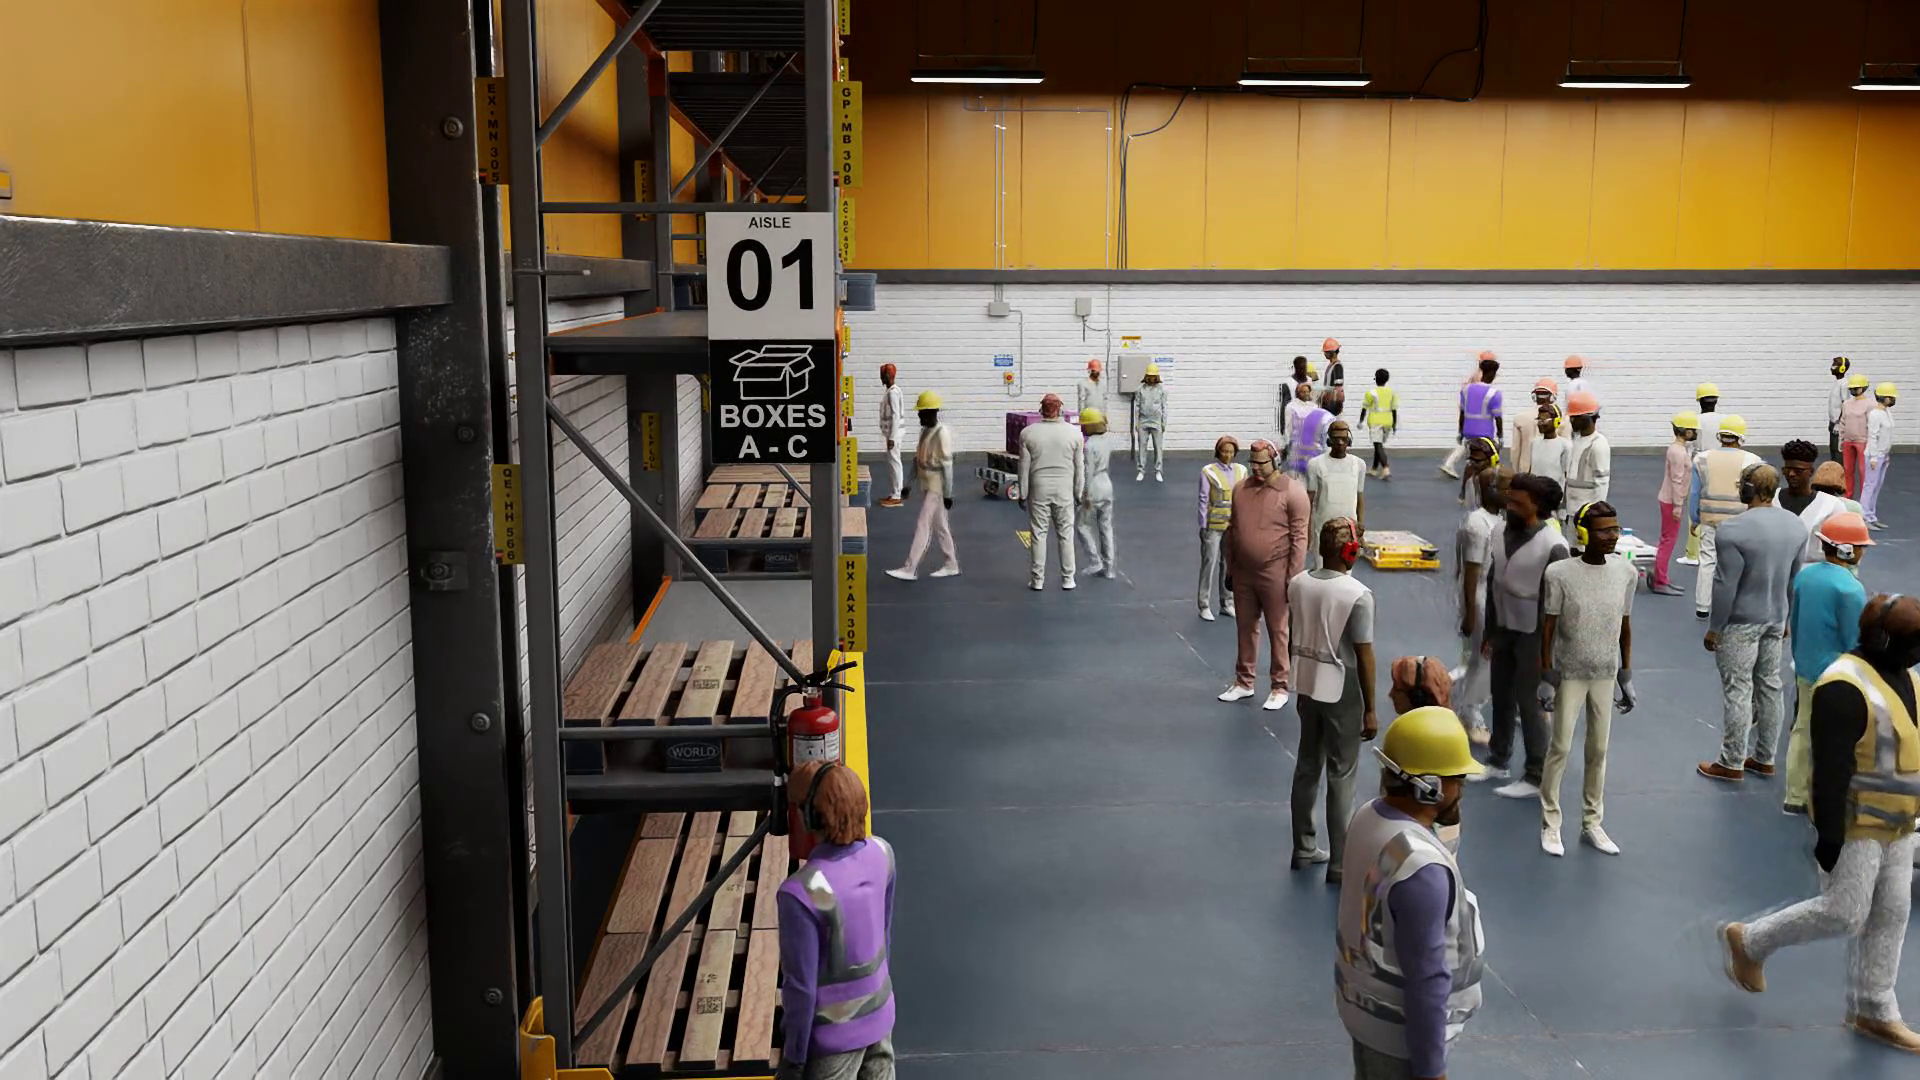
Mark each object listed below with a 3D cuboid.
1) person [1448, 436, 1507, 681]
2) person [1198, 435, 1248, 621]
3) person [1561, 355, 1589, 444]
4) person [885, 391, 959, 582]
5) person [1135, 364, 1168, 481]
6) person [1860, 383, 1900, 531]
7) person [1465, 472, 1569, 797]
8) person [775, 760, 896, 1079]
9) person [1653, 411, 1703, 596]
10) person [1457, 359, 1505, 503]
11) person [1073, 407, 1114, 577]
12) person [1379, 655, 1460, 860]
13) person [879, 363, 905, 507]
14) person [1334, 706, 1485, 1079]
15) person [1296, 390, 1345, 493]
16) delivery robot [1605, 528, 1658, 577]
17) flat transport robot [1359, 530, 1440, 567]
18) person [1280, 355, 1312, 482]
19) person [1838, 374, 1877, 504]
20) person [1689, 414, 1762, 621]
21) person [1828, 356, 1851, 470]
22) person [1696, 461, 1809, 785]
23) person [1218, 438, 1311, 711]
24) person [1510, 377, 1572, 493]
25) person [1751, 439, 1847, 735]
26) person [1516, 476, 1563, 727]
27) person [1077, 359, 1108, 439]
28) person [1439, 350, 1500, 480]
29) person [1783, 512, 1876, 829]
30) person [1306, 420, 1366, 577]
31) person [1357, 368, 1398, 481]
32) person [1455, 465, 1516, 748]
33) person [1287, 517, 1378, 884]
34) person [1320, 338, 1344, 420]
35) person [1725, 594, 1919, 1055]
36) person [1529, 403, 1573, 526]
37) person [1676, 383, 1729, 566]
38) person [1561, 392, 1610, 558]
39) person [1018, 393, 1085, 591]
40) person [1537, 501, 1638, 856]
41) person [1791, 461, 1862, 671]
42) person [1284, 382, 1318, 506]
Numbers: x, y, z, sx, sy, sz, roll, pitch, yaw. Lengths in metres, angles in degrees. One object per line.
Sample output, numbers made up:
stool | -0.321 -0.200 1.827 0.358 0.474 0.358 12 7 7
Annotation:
person | 3.823 0.167 12.221 0.328 1.865 0.520 -4 10 -25
person | 2.316 -0.110 14.661 0.518 1.638 0.315 -5 10 -27
person | 8.563 -1.638 23.396 0.547 1.923 0.575 -8 12 -43
person | -0.369 -0.528 16.527 0.849 1.888 0.599 -3 10 -18
person | 2.811 -1.723 24.505 0.485 1.738 0.344 2 9 14
person | 10.957 -0.991 19.804 0.315 1.766 0.533 9 13 44
person | 3.301 0.540 9.730 0.401 1.914 0.615 -3 10 -19
person | -0.358 1.447 4.884 0.314 1.641 0.515 5 11 31
person | 6.820 -0.350 15.803 0.348 1.756 0.518 3 10 21
person | 6.842 -1.402 21.804 0.455 1.948 0.634 -7 11 -36
person | 1.356 -0.470 16.682 0.460 1.716 0.535 7 11 37
person | 1.704 1.235 6.218 0.306 1.639 0.524 3 9 16
person | -0.896 -1.377 21.853 0.356 1.883 0.575 -1 9 -3
person | 1.289 1.372 4.801 0.404 1.824 0.585 0 9 1
person | 3.914 -0.746 18.237 0.702 1.802 0.642 -3 10 -18
delivery robot | 6.508 0.128 16.271 0.477 0.478 0.707 -1 9 -8
flat transport robot | 4.603 0.082 17.741 0.652 0.197 1.431 0 9 1
person | 4.804 -1.749 24.177 0.609 1.889 0.693 -9 13 -44
person | 11.641 -1.276 21.620 0.340 1.757 0.518 -4 10 -21
person | 6.676 -0.180 14.494 0.600 1.831 0.404 6 11 35
person | 12.578 -1.697 23.891 0.328 1.876 0.514 3 9 16
person | 4.723 0.493 9.937 0.630 1.940 0.370 -3 10 -20
person | 2.118 0.234 11.689 0.643 1.902 0.408 9 12 43
person | 6.001 -0.684 17.183 0.613 1.986 0.404 6 11 35
person | 5.498 0.307 11.022 0.607 1.966 0.367 8 12 39
person | 3.898 0.414 11.197 0.318 1.697 0.535 3 9 17
person | 2.089 -1.955 25.934 0.567 1.740 0.360 -6 11 -35
person | 7.540 -1.819 24.450 0.856 1.964 0.626 1 9 4
person | 4.792 0.712 9.139 0.330 1.750 0.573 -1 9 -4
person | 3.110 -0.076 13.806 0.514 1.845 0.337 -1 9 -5
person | 6.267 -1.719 24.720 0.523 1.658 0.868 -3 10 -20
person | 3.391 0.430 10.653 0.389 1.830 0.516 5 10 26
person | 1.854 0.798 8.335 0.389 1.840 0.567 -6 11 -31
person | 5.897 -2.181 26.437 0.392 2.034 0.605 1 9 4
person | 3.518 1.085 6.622 0.653 1.818 0.696 -7 11 -36
person | 5.367 -0.321 15.266 0.328 1.872 0.514 -5 10 -30
person | 7.772 -0.679 17.366 0.585 1.917 0.381 -1 9 -5
person | 5.338 -0.252 14.313 0.387 2.034 0.616 0 9 2
person | 0.873 -0.459 16.018 0.644 1.907 0.400 0 9 -1
person | 3.286 0.722 8.705 0.520 1.877 0.326 -1 9 -4
person | 6.564 0.212 12.658 0.507 1.632 0.276 6 11 35
person | 4.479 -1.255 21.850 0.522 1.640 0.306 -4 10 -23
